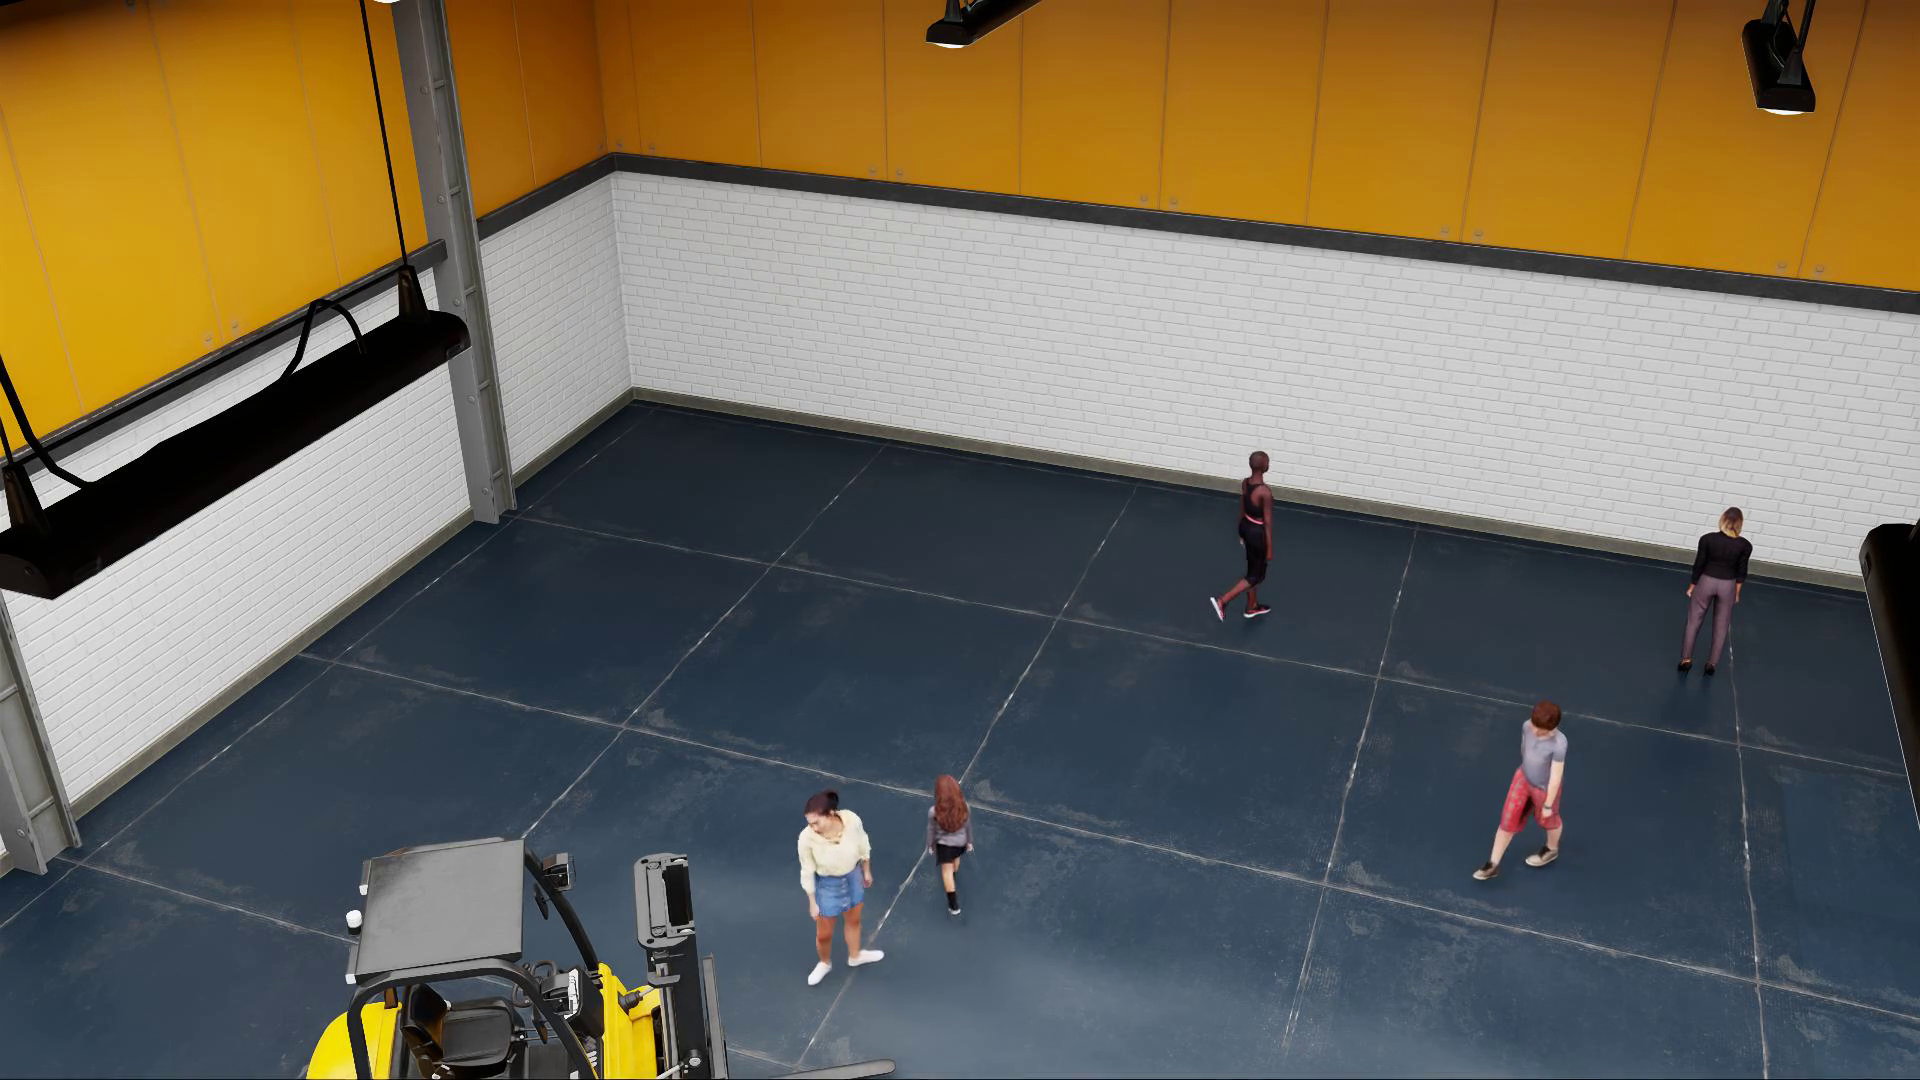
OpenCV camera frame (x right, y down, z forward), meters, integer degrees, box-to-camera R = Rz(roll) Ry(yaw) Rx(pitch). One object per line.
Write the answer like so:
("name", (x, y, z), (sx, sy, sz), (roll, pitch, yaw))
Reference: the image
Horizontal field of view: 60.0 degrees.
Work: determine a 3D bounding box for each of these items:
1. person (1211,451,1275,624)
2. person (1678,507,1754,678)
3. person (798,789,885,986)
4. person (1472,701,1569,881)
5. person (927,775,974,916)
("person", (2.645, 0.009, 15.357), (1.017, 1.741, 0.973), (-12, 31, -20))
("person", (6.622, 0.462, 14.599), (0.592, 1.671, 0.516), (9, 30, 17))
("person", (-0.798, 2.314, 11.269), (0.759, 1.609, 0.857), (-23, 36, -36))
("person", (4.309, 1.790, 12.248), (1.143, 1.593, 1.000), (-16, 32, -27))
("person", (-0.063, 2.207, 12.015), (0.747, 1.083, 0.859), (-8, 30, -14))
